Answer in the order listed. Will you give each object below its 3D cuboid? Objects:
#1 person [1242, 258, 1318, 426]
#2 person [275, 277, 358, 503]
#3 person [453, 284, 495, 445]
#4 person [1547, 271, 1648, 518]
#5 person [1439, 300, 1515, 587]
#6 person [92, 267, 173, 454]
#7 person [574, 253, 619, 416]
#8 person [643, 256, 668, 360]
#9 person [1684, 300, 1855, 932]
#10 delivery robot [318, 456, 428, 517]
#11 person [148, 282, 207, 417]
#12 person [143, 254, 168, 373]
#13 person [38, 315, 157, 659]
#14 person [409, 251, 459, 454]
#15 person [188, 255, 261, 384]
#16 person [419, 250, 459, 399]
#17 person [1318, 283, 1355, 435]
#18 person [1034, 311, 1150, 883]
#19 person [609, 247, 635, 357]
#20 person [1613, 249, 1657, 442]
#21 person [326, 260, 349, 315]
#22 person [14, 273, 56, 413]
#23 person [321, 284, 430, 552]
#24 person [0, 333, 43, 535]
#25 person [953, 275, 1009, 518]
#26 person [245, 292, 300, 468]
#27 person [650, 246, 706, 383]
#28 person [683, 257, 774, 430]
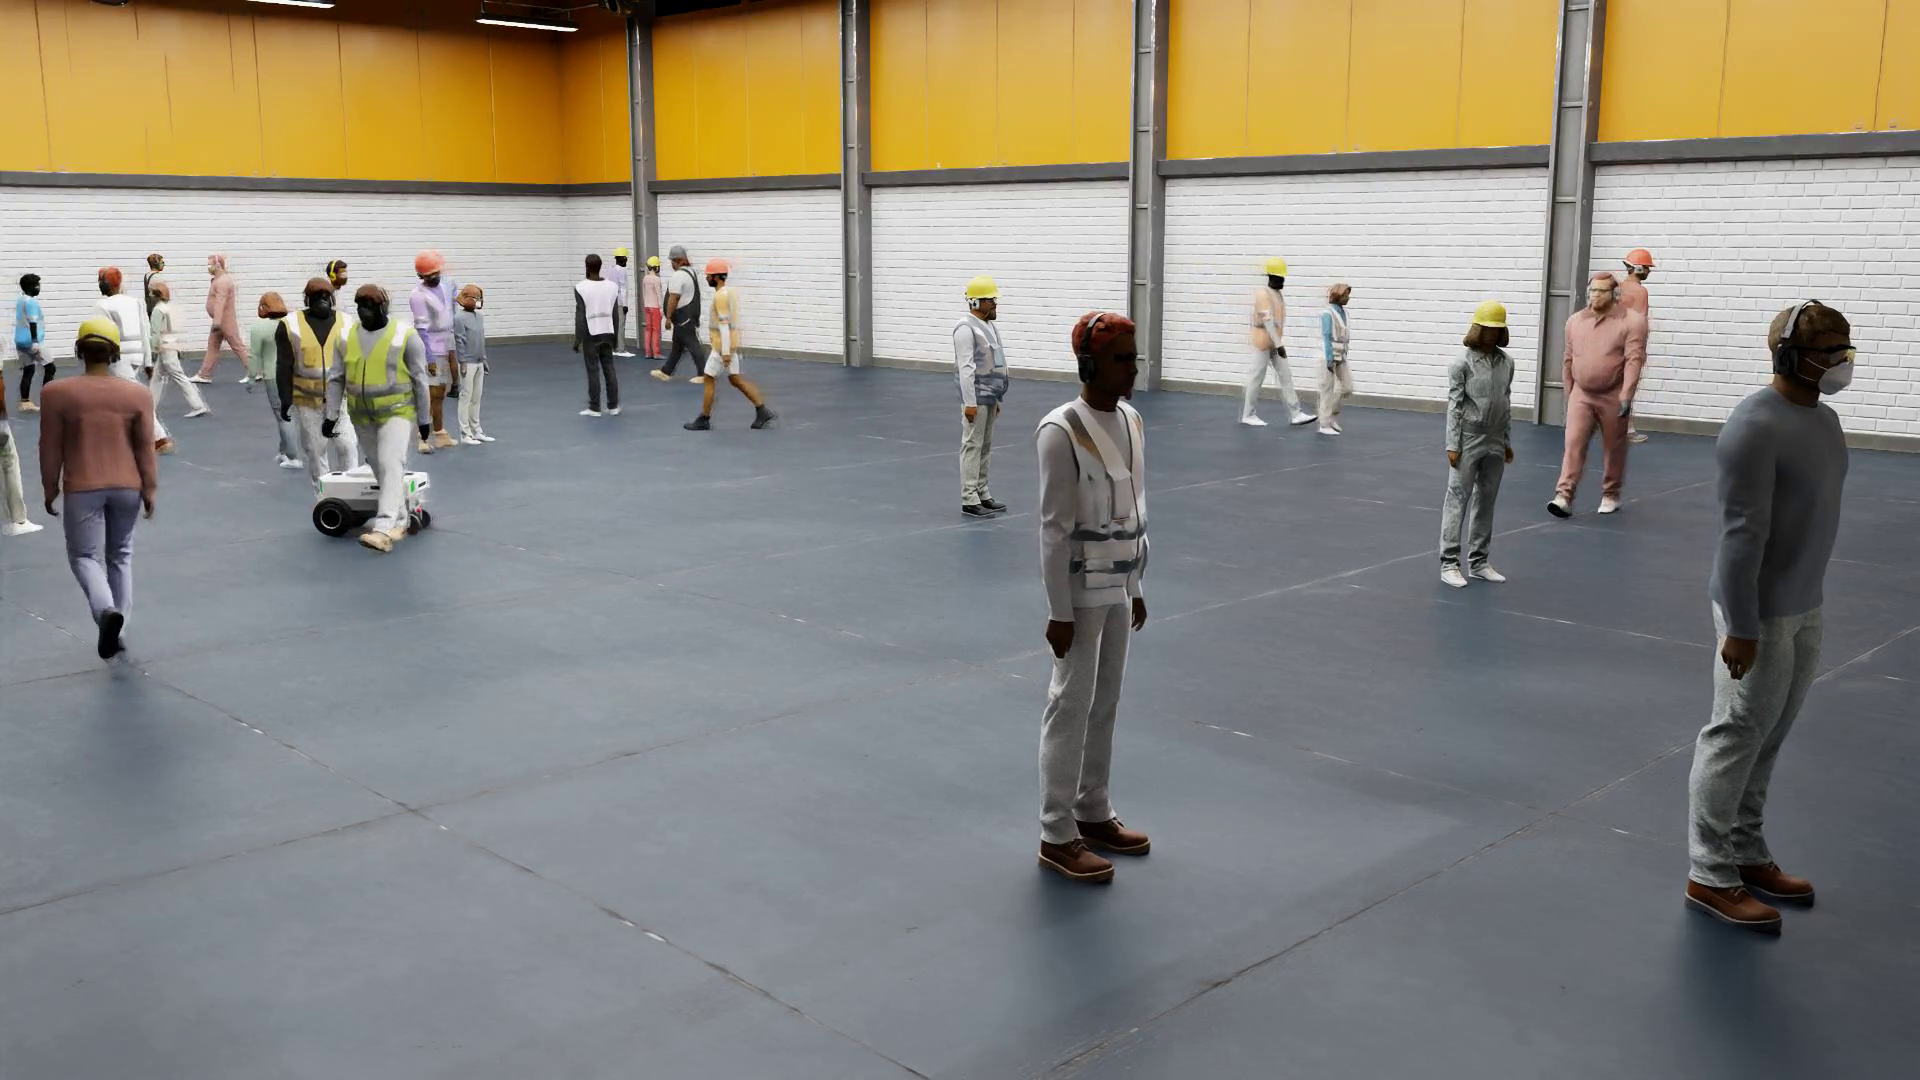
[{"bbox_3d":[3.542,-2.172,18.430,0.951,1.873,0.592,8,13,37],"label":"person"},{"bbox_3d":[-4.727,-1.025,12.356,0.632,1.815,0.782,-4,11,-22],"label":"person"},{"bbox_3d":[-4.999,-1.799,17.067,0.285,1.632,0.498,2,11,13],"label":"person"},{"bbox_3d":[4.794,-1.079,12.538,0.640,1.853,1.003,8,13,38],"label":"person"},{"bbox_3d":[3.184,-0.586,10.153,0.493,1.741,0.306,-5,11,-25],"label":"person"},{"bbox_3d":[-8.130,-1.742,16.229,0.984,1.839,0.592,3,11,15],"label":"person"},{"bbox_3d":[-4.283,-2.420,19.679,0.384,1.917,0.594,9,14,41],"label":"person"},{"bbox_3d":[-5.256,-3.988,28.640,0.310,1.768,0.533,-9,14,-41],"label":"person"},{"bbox_3d":[2.532,0.226,5.188,0.635,1.937,0.353,-10,14,-43],"label":"person"},{"bbox_3d":[-4.215,-0.371,11.967,0.707,0.478,0.477,0,10,0],"label":"delivery robot"},{"bbox_3d":[-9.272,-2.217,19.448,0.851,1.596,0.530,-2,11,-10],"label":"person"},{"bbox_3d":[-12.475,-3.524,25.891,0.507,1.847,0.351,8,13,36],"label":"person"},{"bbox_3d":[-4.277,-0.252,8.332,0.530,1.736,0.654,-8,13,-38],"label":"person"},{"bbox_3d":[-5.156,-1.851,16.417,0.390,1.991,0.760,1,10,5],"label":"person"},{"bbox_3d":[-10.623,-3.164,23.917,1.020,1.852,0.666,-5,12,-27],"label":"person"},{"bbox_3d":[-6.814,-2.805,21.731,0.378,1.932,0.551,9,14,40],"label":"person"},{"bbox_3d":[4.016,-1.921,17.769,0.371,1.625,0.521,9,14,42],"label":"person"},{"bbox_3d":[0.454,0.183,5.581,0.339,1.879,0.584,7,12,32],"label":"person"},{"bbox_3d":[-5.984,-4.187,29.294,0.383,1.923,0.589,-6,12,-32],"label":"person"},{"bbox_3d":[6.958,-2.014,17.260,0.396,1.990,0.622,-1,10,-7],"label":"person"},{"bbox_3d":[-6.928,-2.197,18.654,0.469,1.844,0.568,0,10,-1],"label":"person"},{"bbox_3d":[-11.109,-2.369,20.042,0.548,1.666,0.622,10,14,43],"label":"person"},{"bbox_3d":[-3.983,-0.827,11.314,0.638,1.798,0.931,2,11,11],"label":"person"},{"bbox_3d":[-6.853,-0.877,11.543,0.526,1.834,0.908,1,10,4],"label":"person"},{"bbox_3d":[0.168,-1.092,12.669,0.403,1.833,0.590,4,11,19],"label":"person"},{"bbox_3d":[-6.337,-1.475,15.350,0.681,1.607,0.507,7,12,32],"label":"person"},{"bbox_3d":[-4.046,-3.290,24.086,1.038,2.000,0.697,2,11,11],"label":"person"},{"bbox_3d":[-2.528,-2.139,18.210,0.959,1.903,0.559,0,10,2],"label":"person"}]
